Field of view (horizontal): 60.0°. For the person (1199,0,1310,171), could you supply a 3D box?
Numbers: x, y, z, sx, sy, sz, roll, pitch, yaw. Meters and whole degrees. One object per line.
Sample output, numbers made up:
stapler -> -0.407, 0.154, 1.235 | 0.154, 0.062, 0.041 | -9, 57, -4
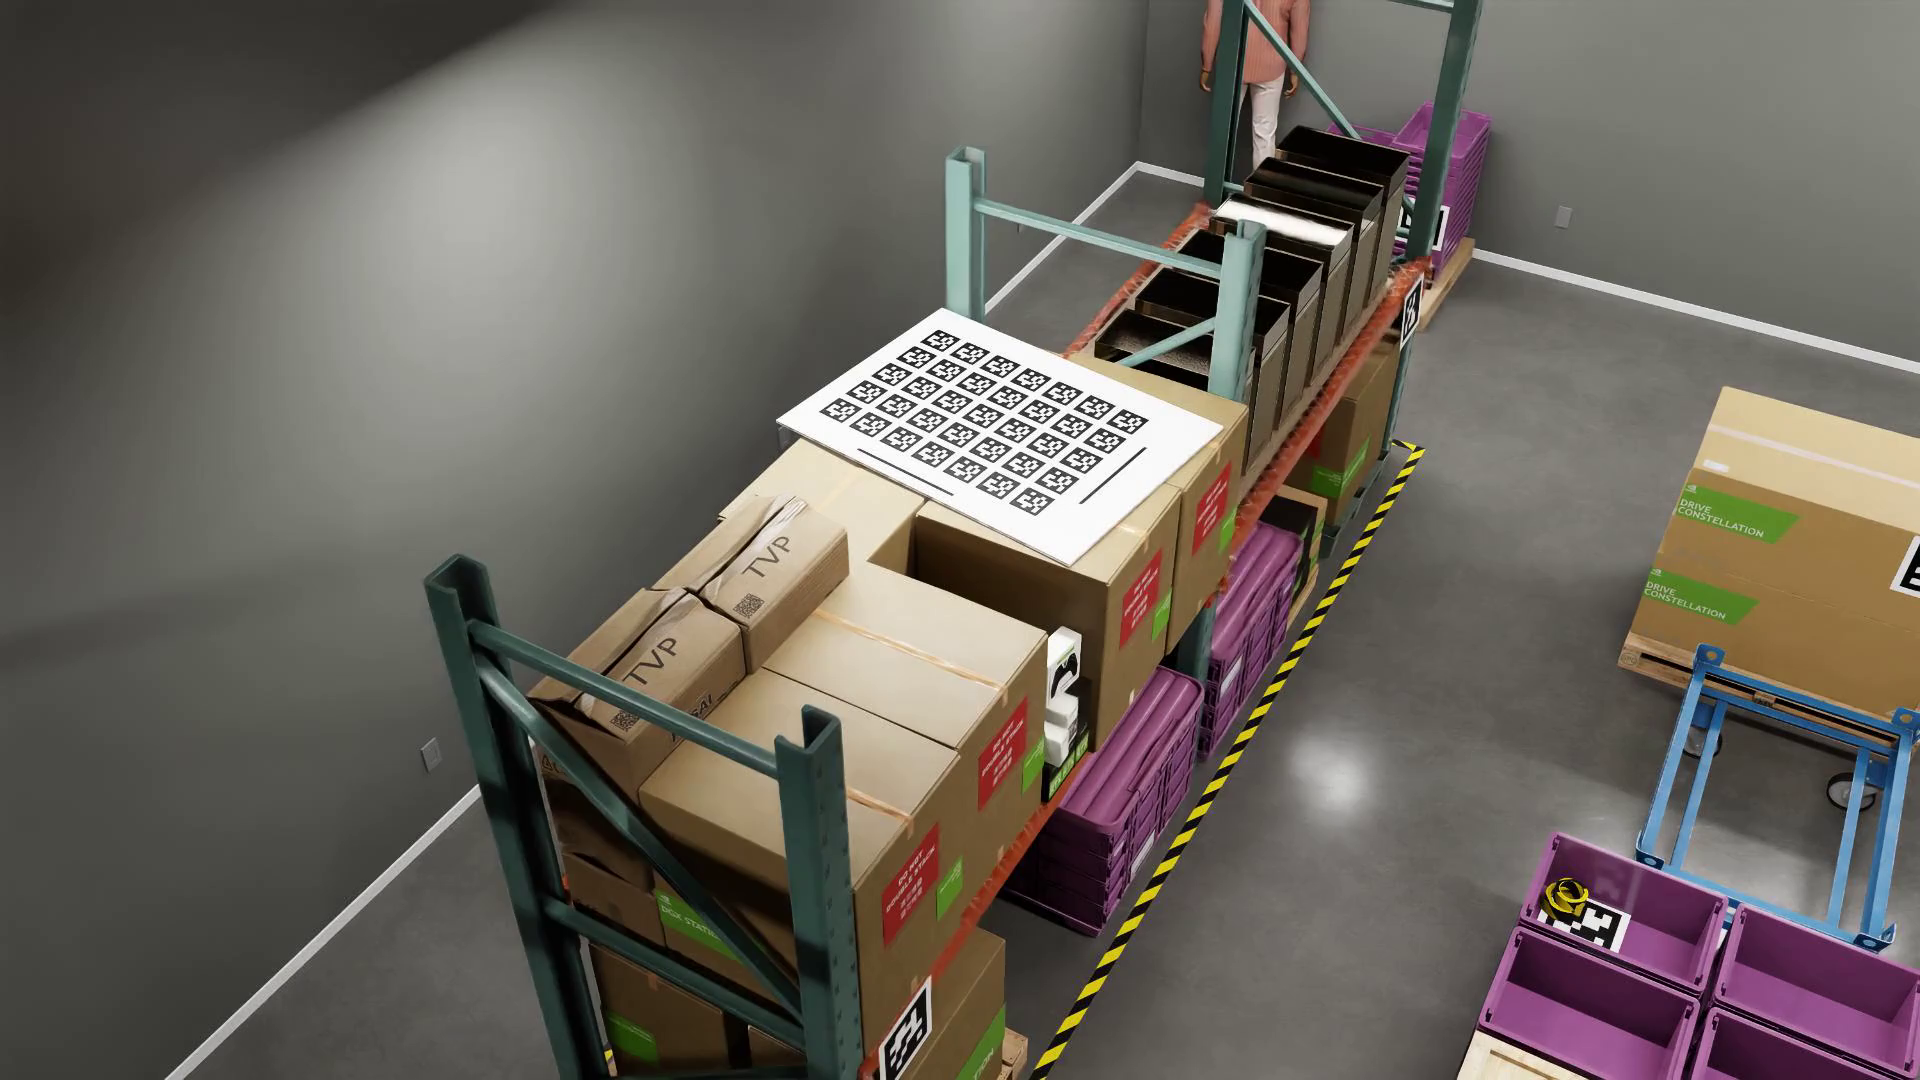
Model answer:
person -> 1.739, -2.839, 9.936 | 0.624, 1.993, 0.385 | 4, 40, 4
